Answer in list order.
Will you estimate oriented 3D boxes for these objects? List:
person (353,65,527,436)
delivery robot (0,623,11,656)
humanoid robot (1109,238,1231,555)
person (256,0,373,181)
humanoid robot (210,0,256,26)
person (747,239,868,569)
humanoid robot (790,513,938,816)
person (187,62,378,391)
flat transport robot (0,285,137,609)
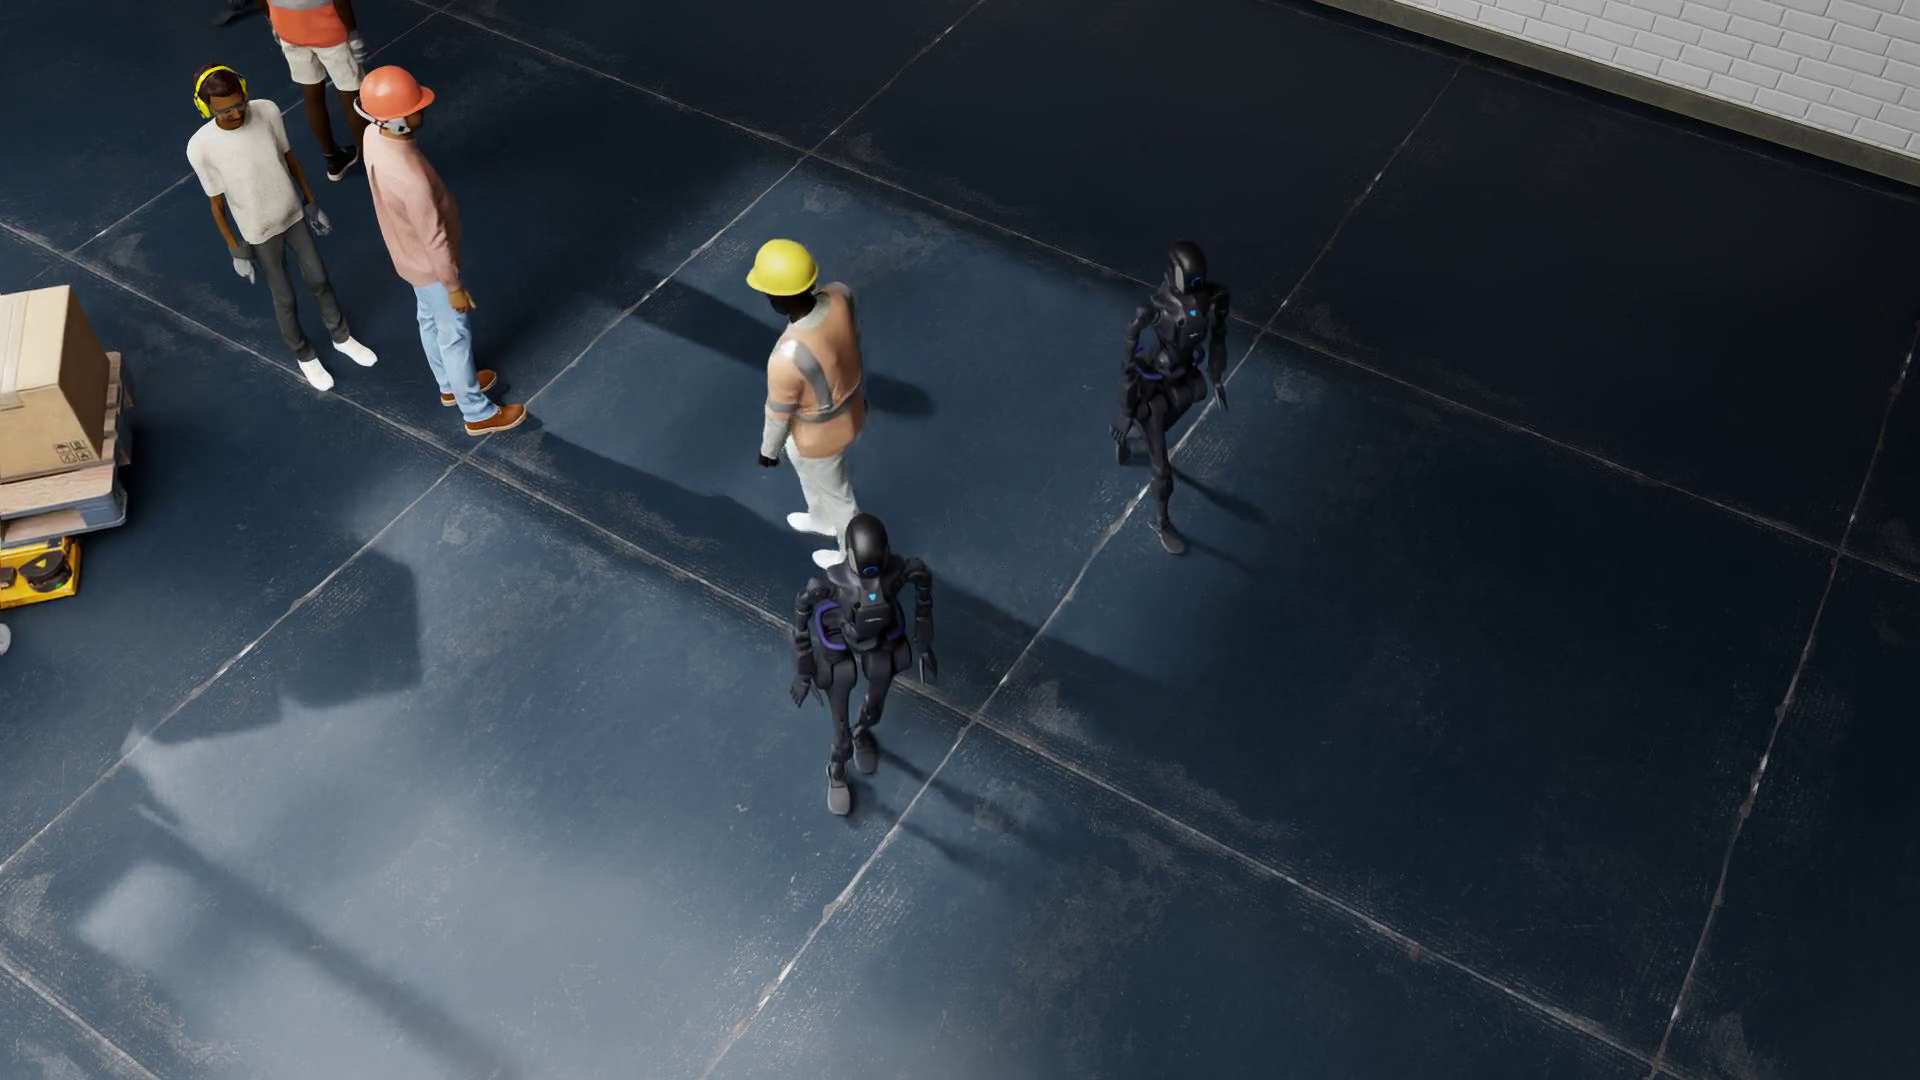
[{"bbox_3d":[-2.480,-1.345,7.846,0.389,1.995,0.610,-27,54,-21],"label":"person"},{"bbox_3d":[-4.510,0.525,7.157,0.499,0.581,0.767,7,49,6],"label":"delivery robot"},{"bbox_3d":[0.923,-0.736,7.576,0.587,1.640,0.822,-22,52,-18],"label":"humanoid robot"},{"bbox_3d":[-3.563,-2.837,9.171,0.606,1.963,0.369,14,50,12],"label":"person"},{"bbox_3d":[-4.818,-4.072,10.437,0.454,1.646,0.591,-24,53,-20],"label":"humanoid robot"},{"bbox_3d":[-0.679,-0.532,7.195,0.659,1.900,0.580,15,50,13],"label":"person"},{"bbox_3d":[-0.382,0.440,6.502,0.596,1.646,0.441,-13,50,-11],"label":"humanoid robot"},{"bbox_3d":[-3.315,-1.509,8.084,0.352,1.856,0.516,30,55,24],"label":"person"},{"bbox_3d":[-4.587,-0.246,8.030,0.659,0.231,1.431,-12,50,-10],"label":"flat transport robot"}]
